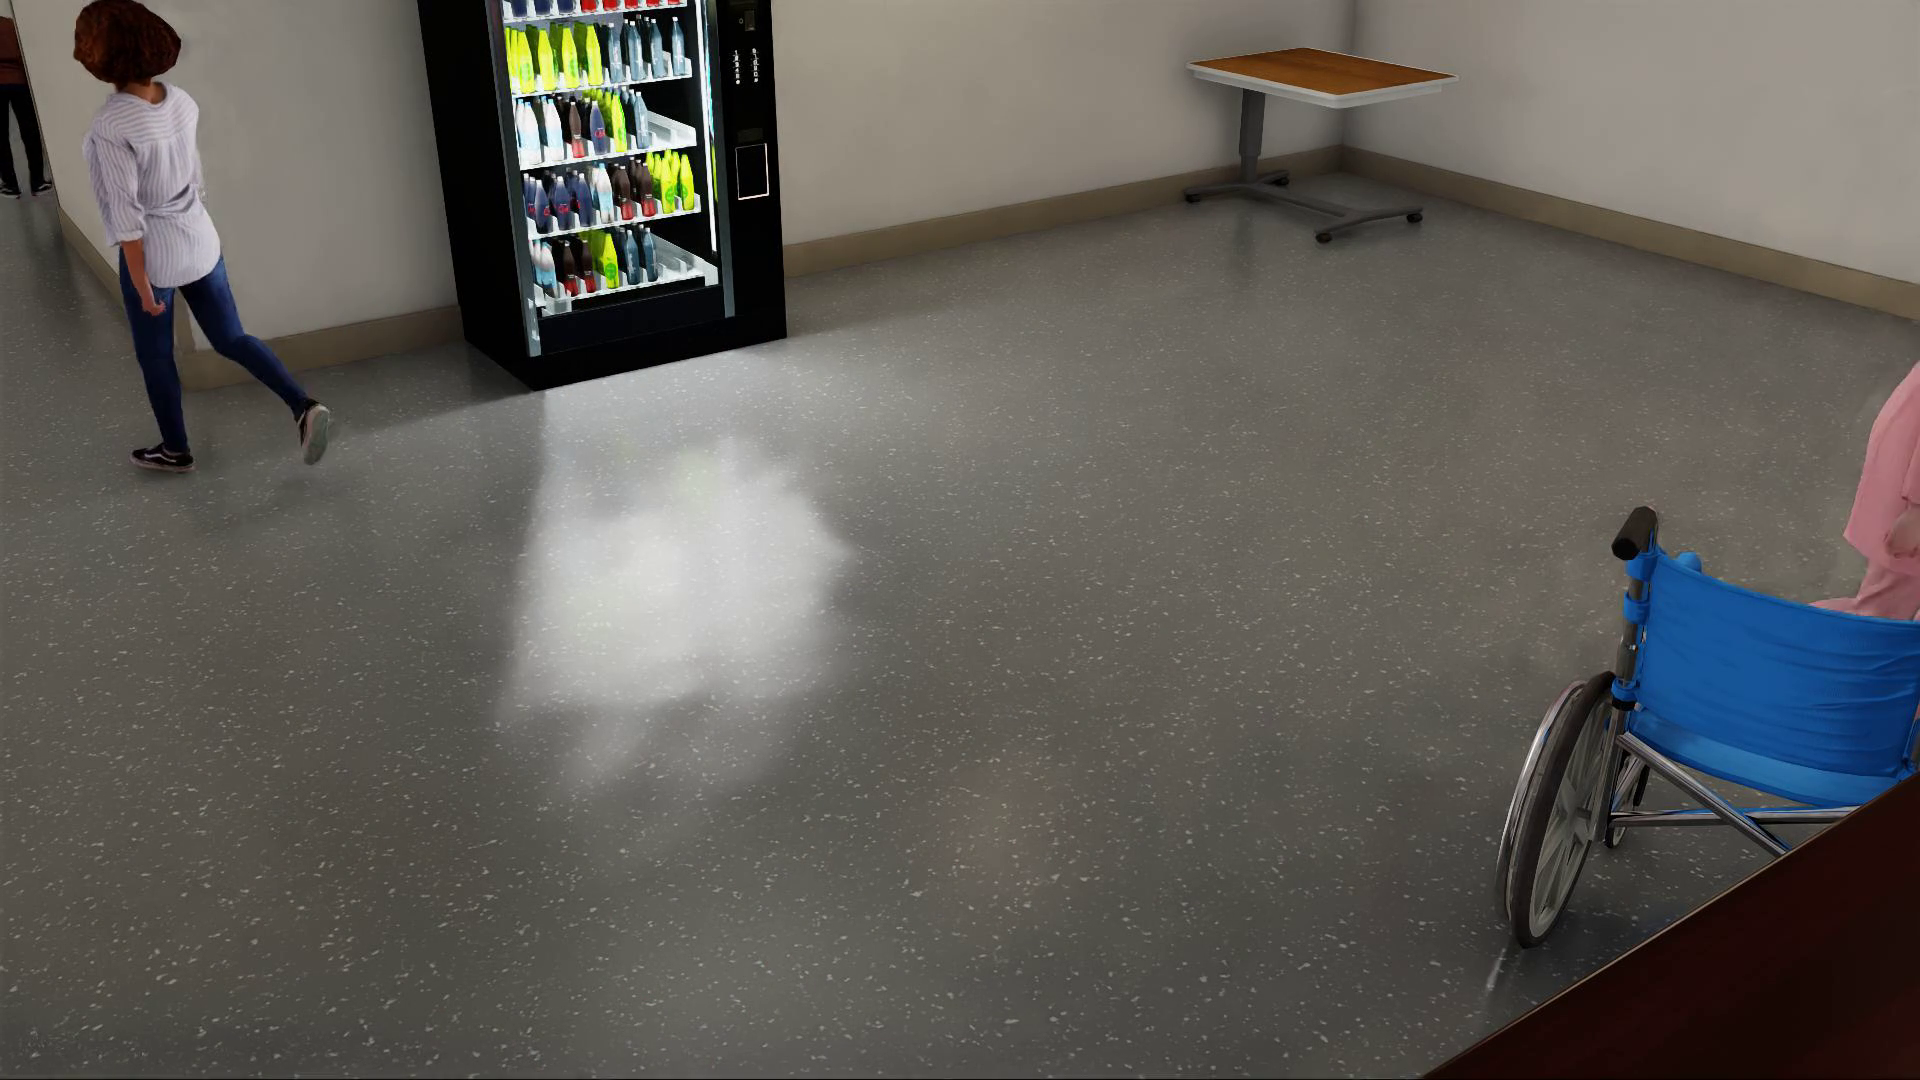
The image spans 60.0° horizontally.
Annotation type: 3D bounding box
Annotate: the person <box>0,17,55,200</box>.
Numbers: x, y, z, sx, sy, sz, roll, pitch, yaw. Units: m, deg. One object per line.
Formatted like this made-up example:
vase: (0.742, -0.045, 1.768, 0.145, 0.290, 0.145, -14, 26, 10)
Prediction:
person: (-5.551, -2.632, 9.707, 0.422, 1.245, 0.627, -8, 27, -17)

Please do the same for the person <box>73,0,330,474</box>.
person: (-2.689, -1.012, 5.831, 1.035, 1.693, 1.086, 10, 27, 20)
